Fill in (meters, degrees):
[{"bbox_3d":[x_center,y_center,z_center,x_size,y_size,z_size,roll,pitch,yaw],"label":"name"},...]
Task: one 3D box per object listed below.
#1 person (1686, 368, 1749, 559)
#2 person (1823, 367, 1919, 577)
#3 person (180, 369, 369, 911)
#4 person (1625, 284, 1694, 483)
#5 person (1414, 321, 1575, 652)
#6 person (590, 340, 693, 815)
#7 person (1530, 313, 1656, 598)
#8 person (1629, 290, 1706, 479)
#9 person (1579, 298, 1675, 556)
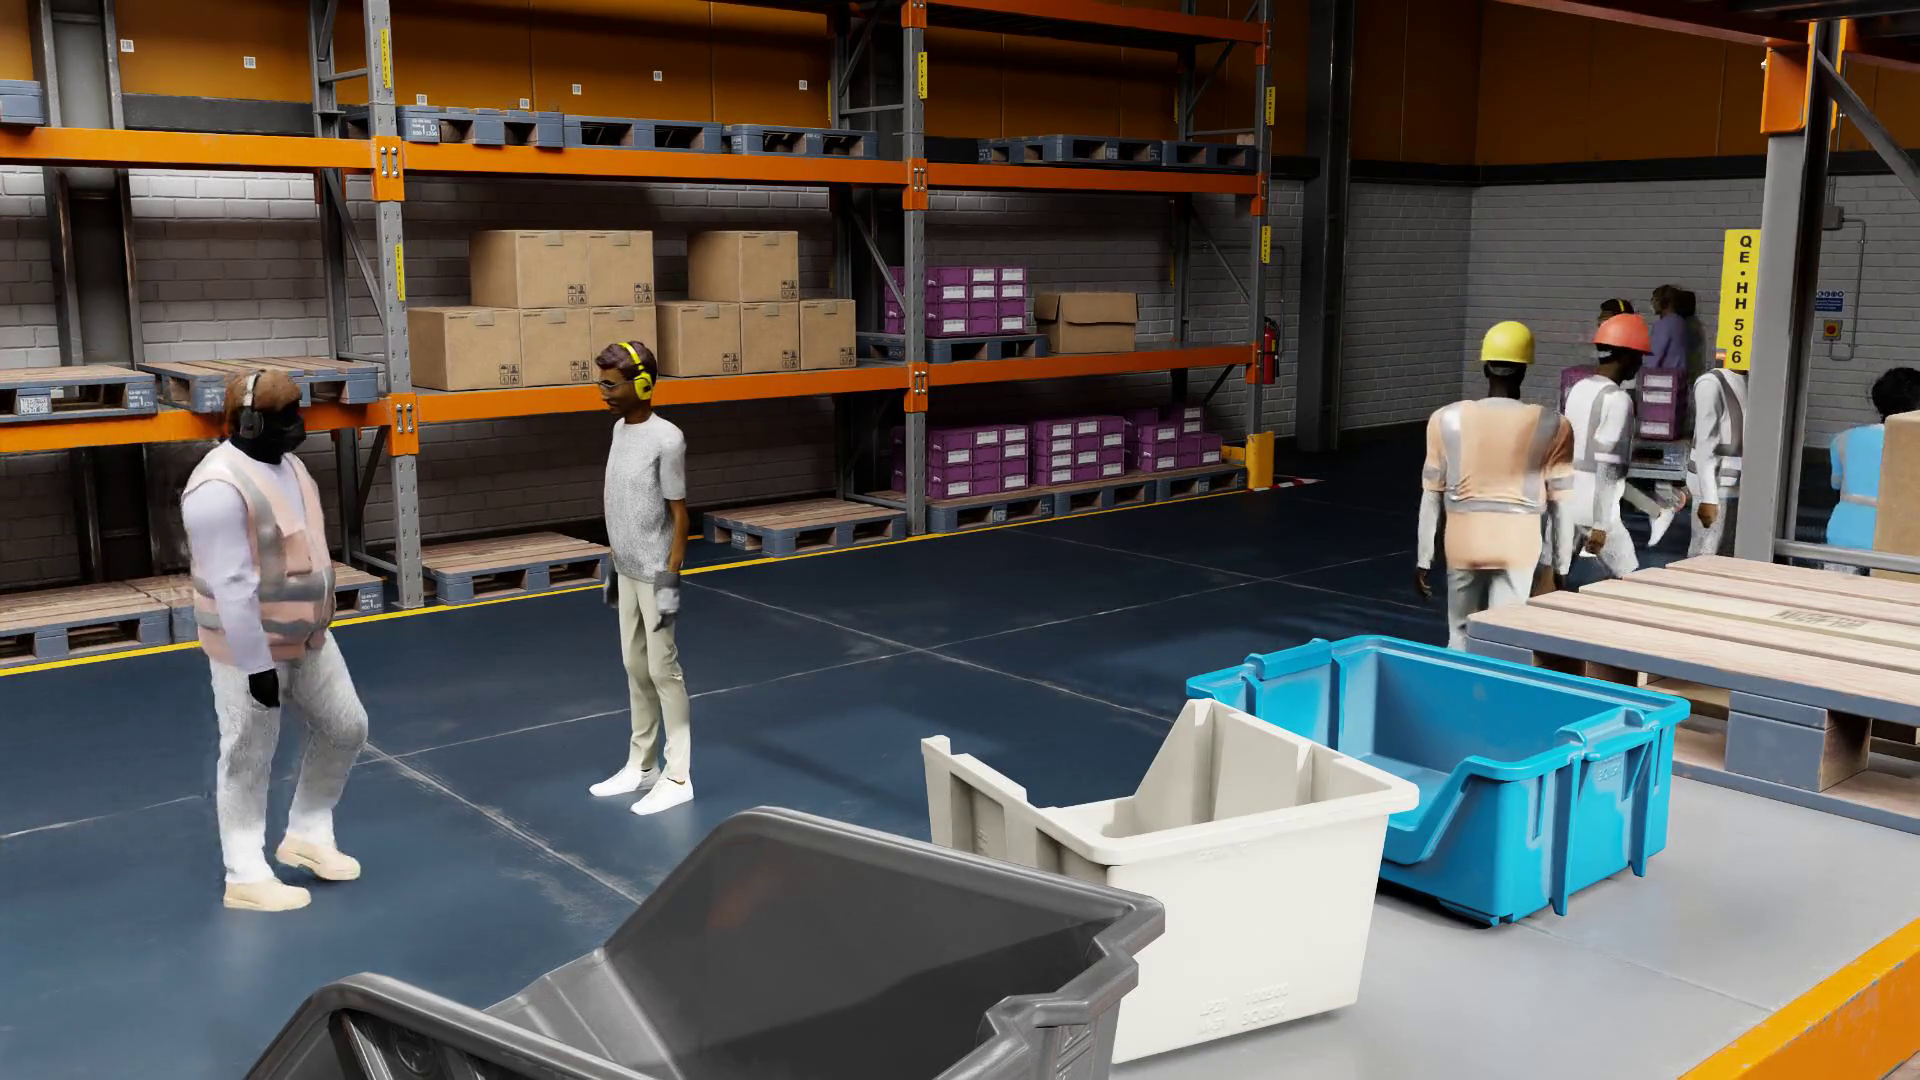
[{"bbox_3d":[4.014,-0.251,8.733,0.572,1.886,0.355,-10,14,-44],"label":"person"},{"bbox_3d":[4.379,0.021,7.842,0.813,1.661,0.540,-6,12,-31],"label":"person"},{"bbox_3d":[-2.274,0.347,5.548,0.525,1.829,0.628,1,10,8],"label":"person"},{"bbox_3d":[6.364,-1.360,15.008,1.070,1.881,0.629,6,12,31],"label":"person"},{"bbox_3d":[2.256,0.041,7.008,0.620,1.905,0.661,4,11,22],"label":"person"},{"bbox_3d":[-1.260,0.146,6.568,0.327,1.865,0.517,-8,13,-39],"label":"person"},{"bbox_3d":[3.221,-0.167,8.240,0.981,1.878,0.577,-2,10,-9],"label":"person"},{"bbox_3d":[6.831,-1.435,15.611,0.894,1.813,0.646,3,11,16],"label":"person"},{"bbox_3d":[4.748,-0.789,11.831,0.652,1.853,0.542,2,10,10],"label":"person"}]
